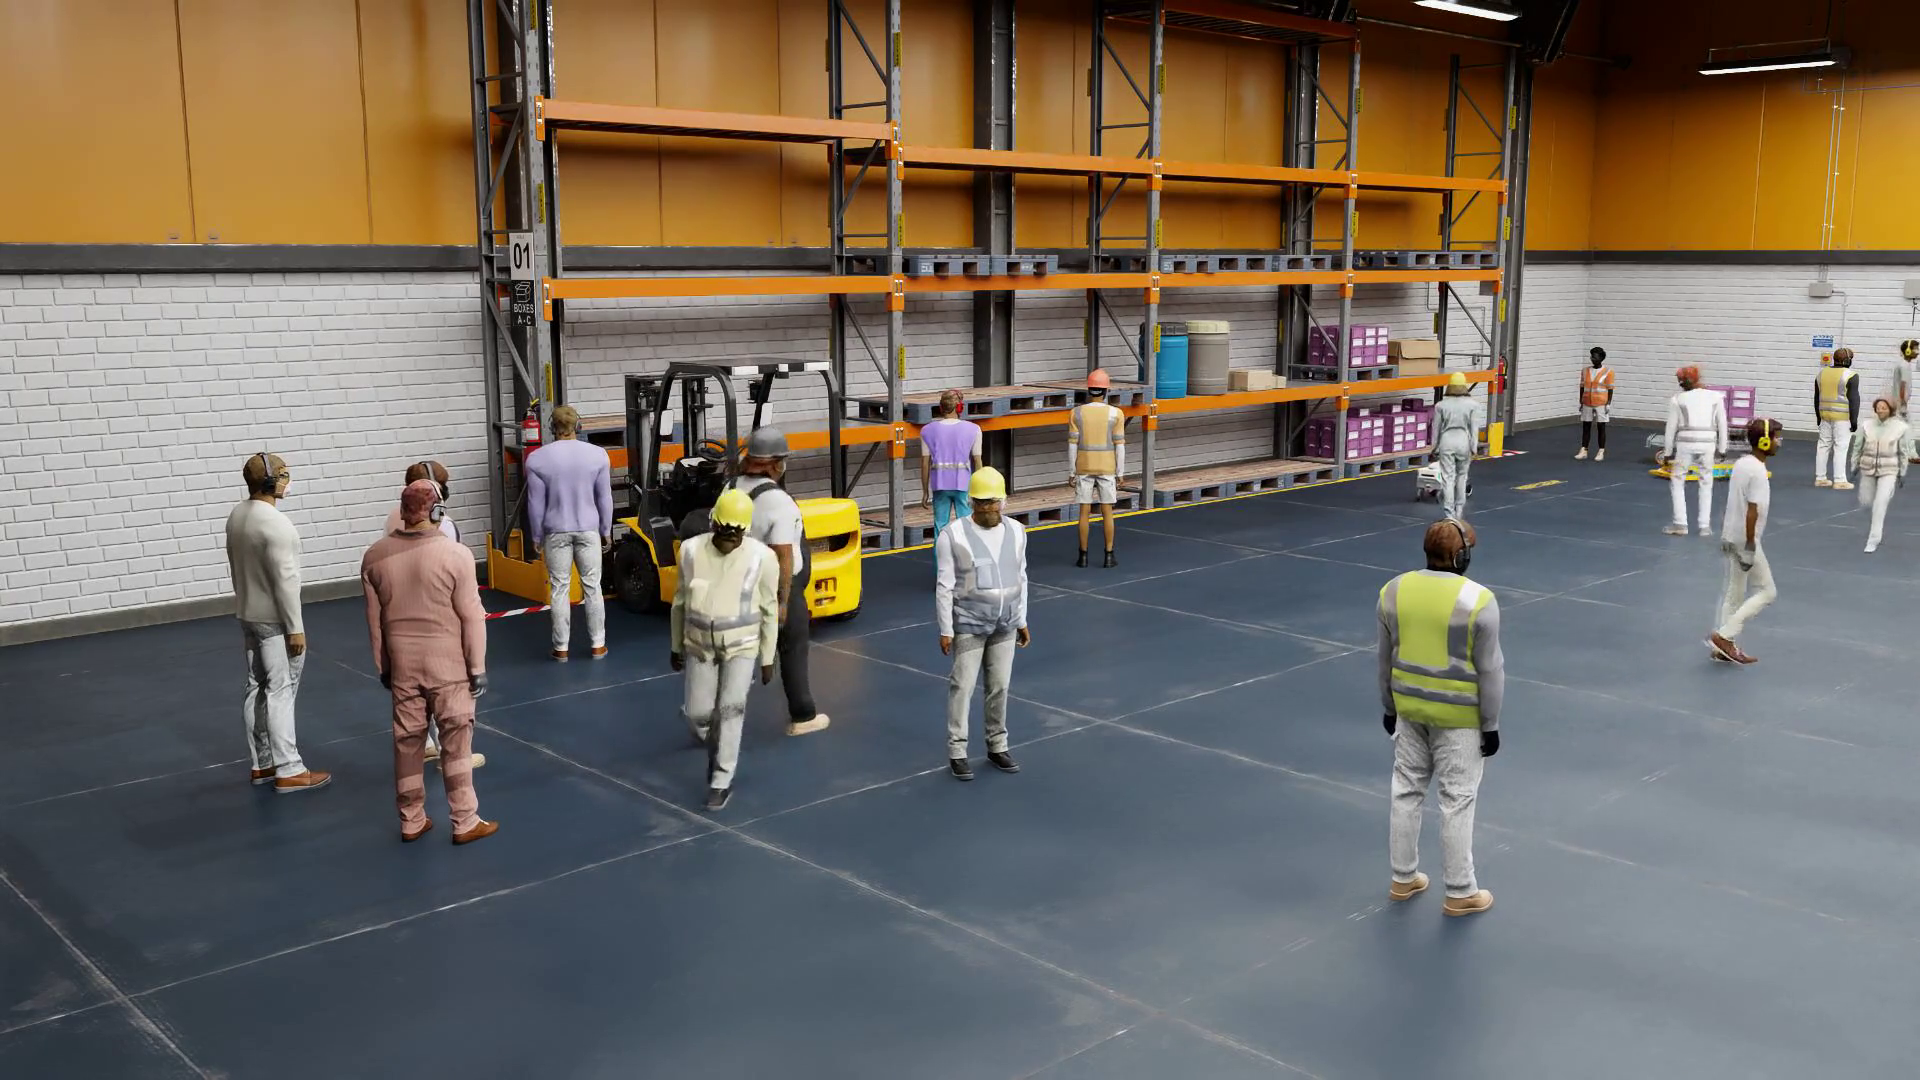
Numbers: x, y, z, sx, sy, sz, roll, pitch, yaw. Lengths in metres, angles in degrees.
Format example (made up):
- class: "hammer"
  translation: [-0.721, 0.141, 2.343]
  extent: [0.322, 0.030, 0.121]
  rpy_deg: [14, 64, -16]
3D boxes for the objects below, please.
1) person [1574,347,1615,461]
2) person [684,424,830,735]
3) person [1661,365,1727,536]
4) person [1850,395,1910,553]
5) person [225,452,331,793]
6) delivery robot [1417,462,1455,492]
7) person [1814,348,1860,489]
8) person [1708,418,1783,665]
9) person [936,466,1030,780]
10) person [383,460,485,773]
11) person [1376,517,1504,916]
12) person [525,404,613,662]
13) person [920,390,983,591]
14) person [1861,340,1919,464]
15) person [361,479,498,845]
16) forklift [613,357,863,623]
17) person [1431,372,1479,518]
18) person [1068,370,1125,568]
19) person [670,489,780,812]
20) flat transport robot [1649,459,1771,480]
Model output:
- class: "person"
  translation: [9.436, -2.018, 24.699]
  extent: [0.322, 1.697, 0.536]
  rpy_deg: [-8, 13, -41]
- class: "person"
  translation: [-1.259, 0.260, 10.359]
  extent: [0.686, 2.000, 0.908]
  rpy_deg: [9, 13, 42]
- class: "person"
  translation: [7.985, -0.955, 18.042]
  extent: [0.647, 1.861, 0.397]
  rpy_deg: [1, 10, 9]
- class: "person"
  translation: [9.536, -0.701, 17.234]
  extent: [0.701, 1.615, 0.524]
  rpy_deg: [-9, 13, -44]
- class: "person"
  translation: [-3.908, 0.465, 9.459]
  extent: [0.628, 1.940, 0.373]
  rpy_deg: [9, 13, 41]
- class: "delivery robot"
  translation: [5.989, -0.804, 20.657]
  extent: [0.707, 0.478, 0.477]
  rpy_deg: [-9, 13, -43]
- class: "person"
  translation: [11.501, -1.593, 21.785]
  extent: [0.429, 1.842, 0.633]
  rpy_deg: [-4, 10, -22]
- class: "person"
  translation: [5.846, 0.021, 12.321]
  extent: [0.391, 1.856, 0.533]
  rpy_deg: [1, 10, 5]
- class: "person"
  translation: [0.149, 0.477, 9.695]
  extent: [0.598, 1.830, 0.403]
  rpy_deg: [-5, 11, -27]
- class: "person"
  translation: [-3.120, 0.448, 9.838]
  extent: [0.624, 1.845, 0.430]
  rpy_deg: [8, 13, 40]
- class: "person"
  translation: [2.236, 0.809, 7.724]
  extent: [0.430, 1.845, 0.620]
  rpy_deg: [-9, 13, -41]
- class: "person"
  translation: [-2.913, -0.045, 12.459]
  extent: [0.627, 1.935, 0.371]
  rpy_deg: [-3, 10, -17]
- class: "person"
  translation: [-0.074, -0.428, 14.980]
  extent: [0.563, 1.837, 0.390]
  rpy_deg: [1, 10, 6]
- class: "person"
  translation: [13.710, -2.020, 24.332]
  extent: [0.933, 1.836, 0.535]
  rpy_deg: [6, 11, 30]
- class: "person"
  translation: [-2.720, 0.632, 8.588]
  extent: [0.639, 1.903, 0.409]
  rpy_deg: [2, 10, 12]
- class: "forklift"
  translation: [-1.847, -0.414, 13.852]
  extent: [1.214, 2.155, 2.313]
  rpy_deg: [-9, 13, -42]
- class: "person"
  translation: [5.665, -1.068, 19.092]
  extent: [0.512, 1.698, 0.865]
  rpy_deg: [2, 10, 12]
- class: "person"
  translation: [1.329, -0.692, 16.232]
  extent: [0.551, 1.934, 0.373]
  rpy_deg: [1, 10, 8]
- class: "person"
  translation: [-1.301, 0.589, 9.158]
  extent: [0.635, 1.788, 0.472]
  rpy_deg: [2, 10, 10]
- class: "flat transport robot"
  translation: [10.256, -0.972, 22.743]
  extent: [1.431, 0.197, 0.652]
  rpy_deg: [-2, 10, -13]
